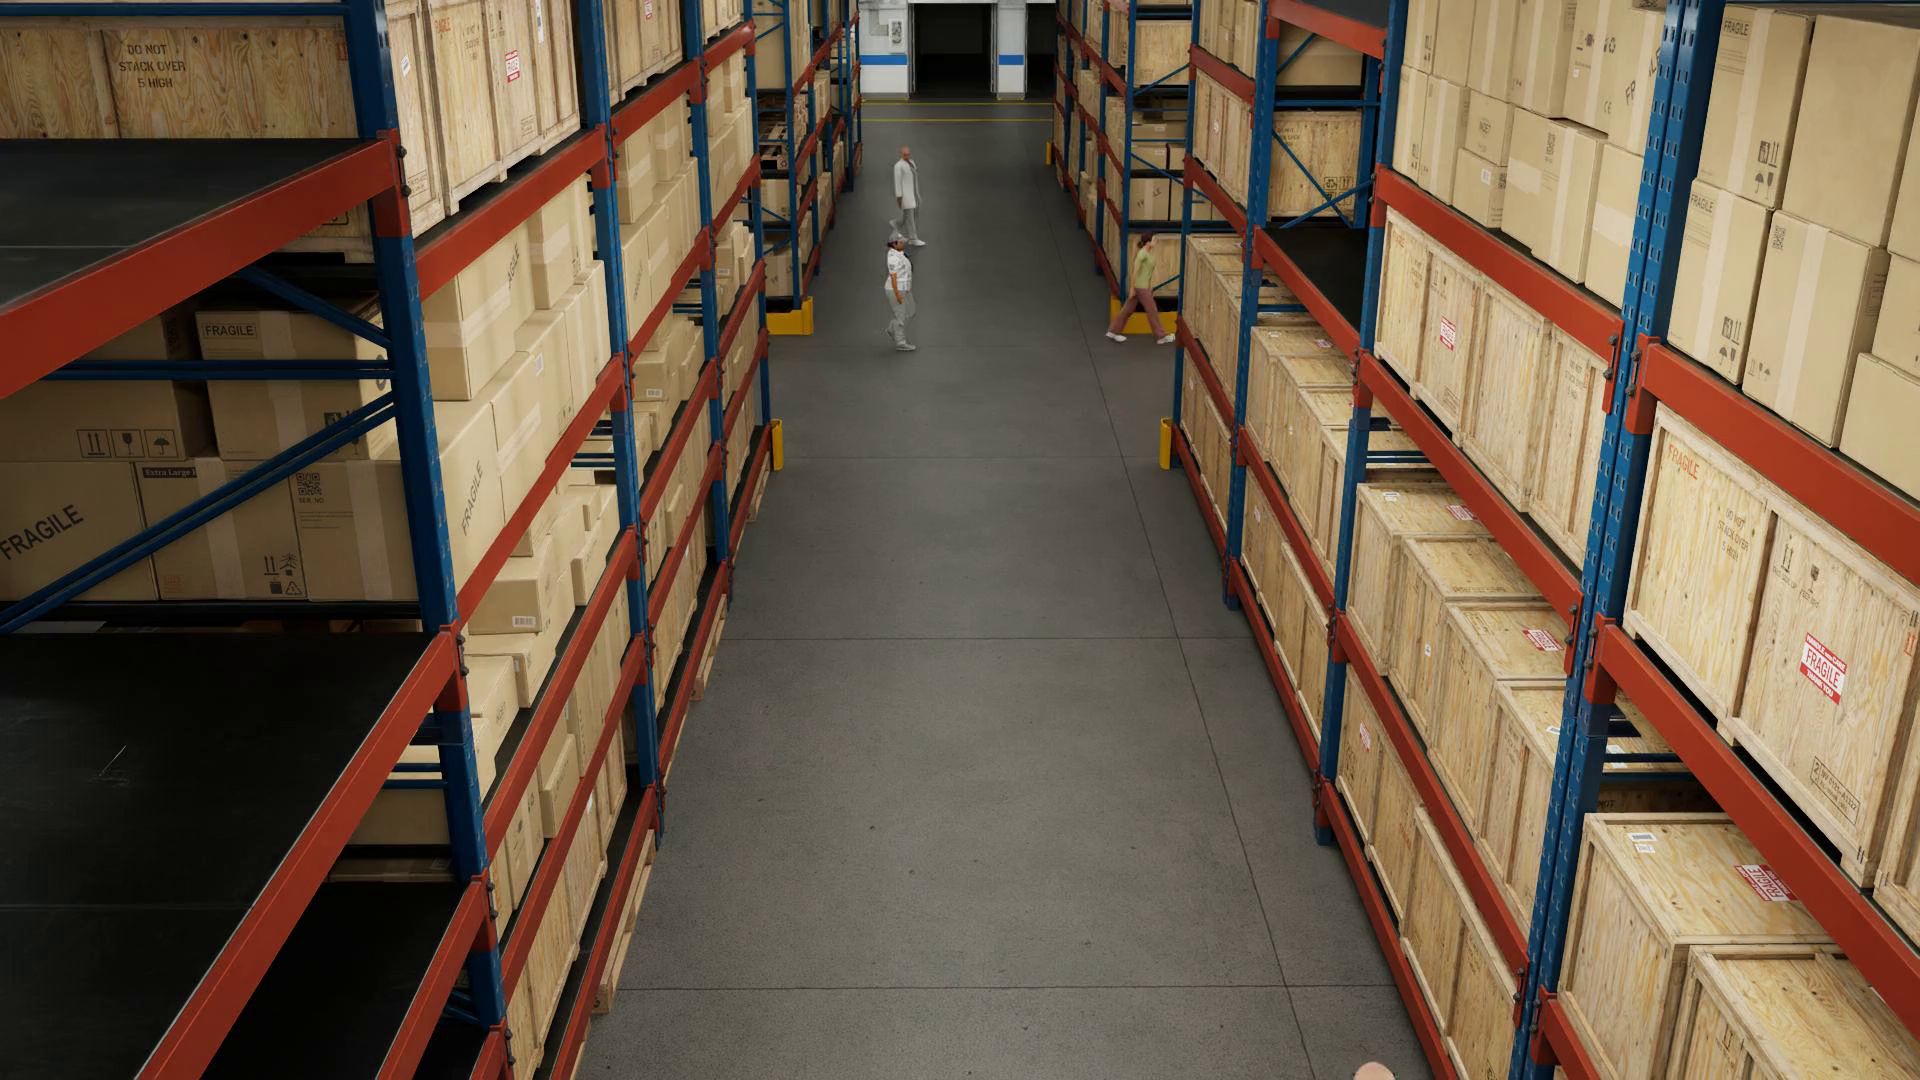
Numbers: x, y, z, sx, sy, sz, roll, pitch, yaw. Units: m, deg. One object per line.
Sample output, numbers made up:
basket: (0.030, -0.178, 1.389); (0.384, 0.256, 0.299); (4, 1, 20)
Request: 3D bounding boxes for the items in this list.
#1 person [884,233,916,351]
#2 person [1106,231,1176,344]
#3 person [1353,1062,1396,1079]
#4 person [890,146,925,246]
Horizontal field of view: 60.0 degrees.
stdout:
person: (-0.866, -3.519, 23.571); (0.485, 1.672, 0.487); (3, 22, 8)
person: (2.641, -3.651, 23.939); (1.035, 1.612, 0.456); (3, 22, 7)
person: (1.654, 2.919, 7.048); (0.578, 1.763, 0.845); (1, 22, 3)
person: (-0.968, -6.341, 30.565); (0.792, 1.777, 0.611); (10, 24, 24)
